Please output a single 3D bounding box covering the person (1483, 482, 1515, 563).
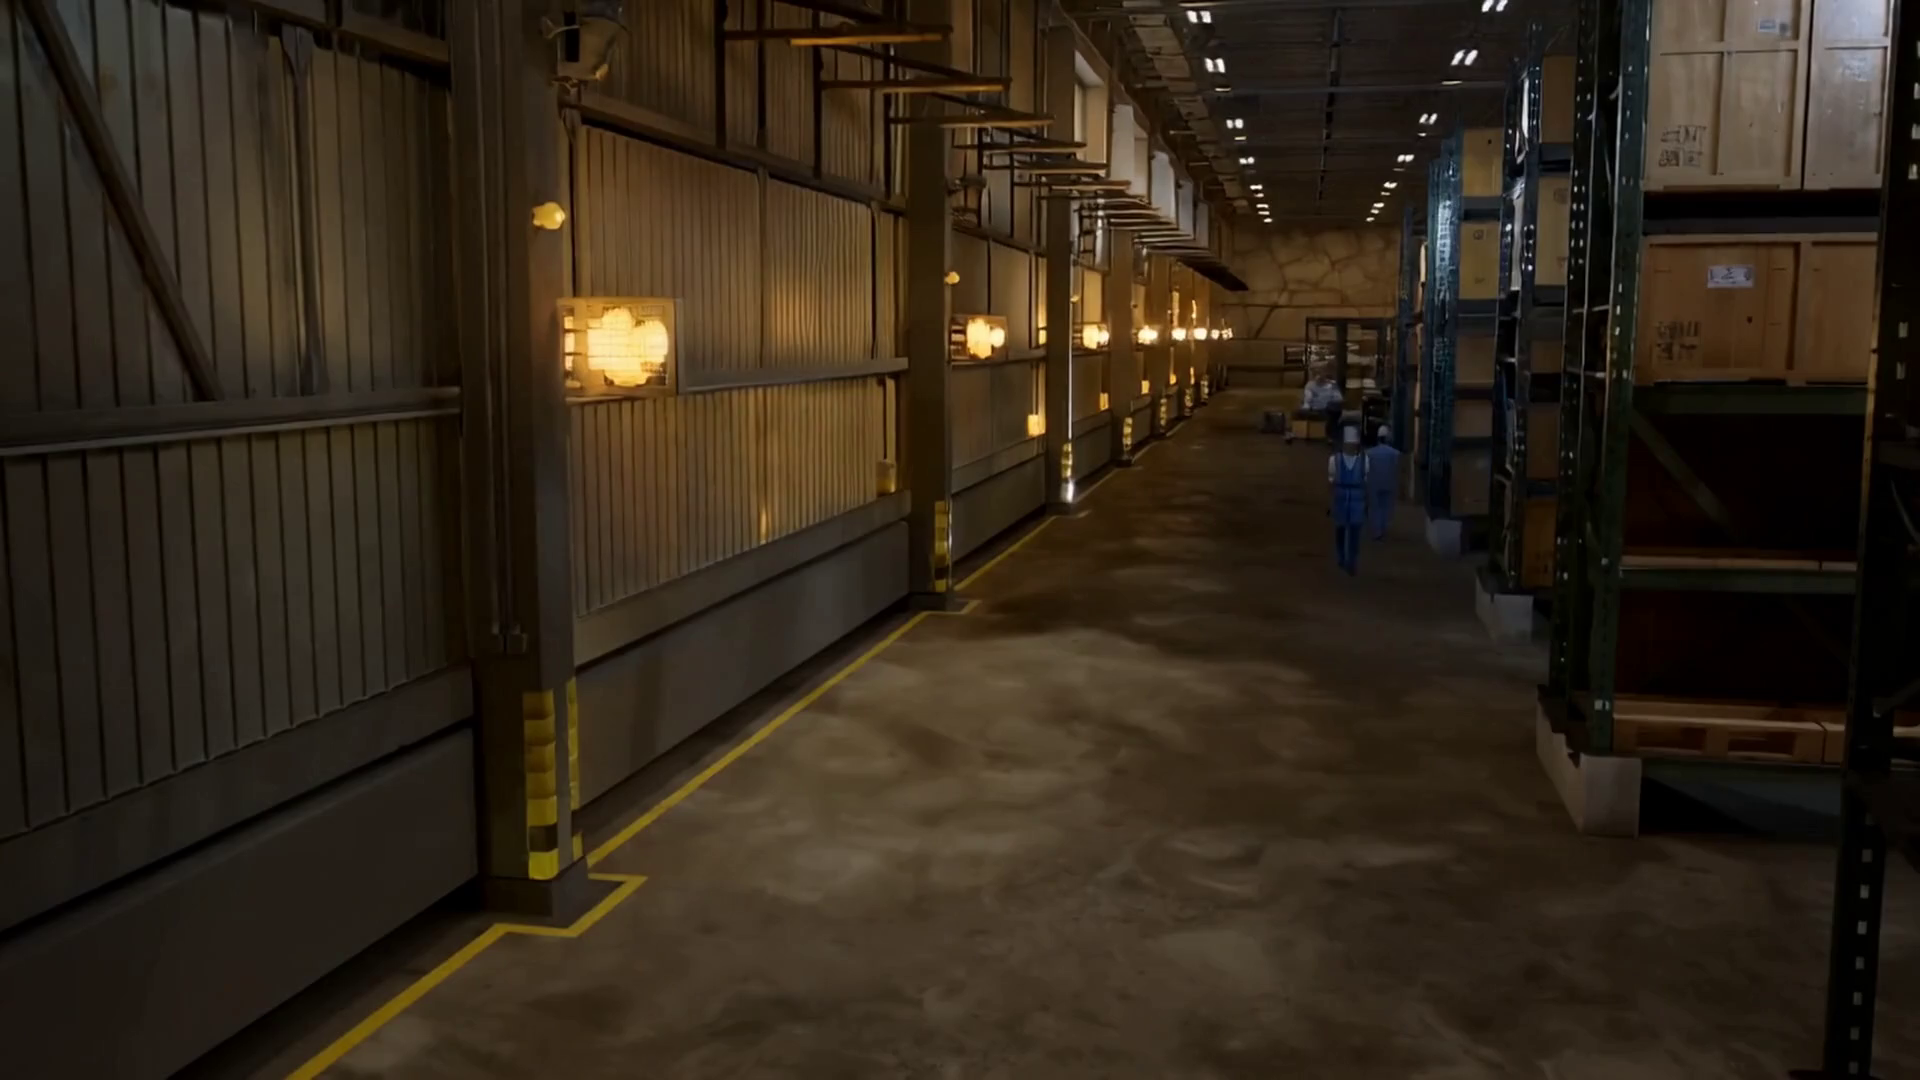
[{"bbox_3d":[7.398,-0.606,21.905,0.921,1.968,0.610,1,7,7],"label":"person"}]

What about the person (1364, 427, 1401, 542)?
[{"bbox_3d":[6.224,-0.824,24.660,0.577,1.707,0.896,1,7,9],"label":"person"}]

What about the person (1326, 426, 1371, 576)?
[{"bbox_3d":[5.021,-0.529,21.522,0.554,1.910,0.900,1,7,10],"label":"person"}]
